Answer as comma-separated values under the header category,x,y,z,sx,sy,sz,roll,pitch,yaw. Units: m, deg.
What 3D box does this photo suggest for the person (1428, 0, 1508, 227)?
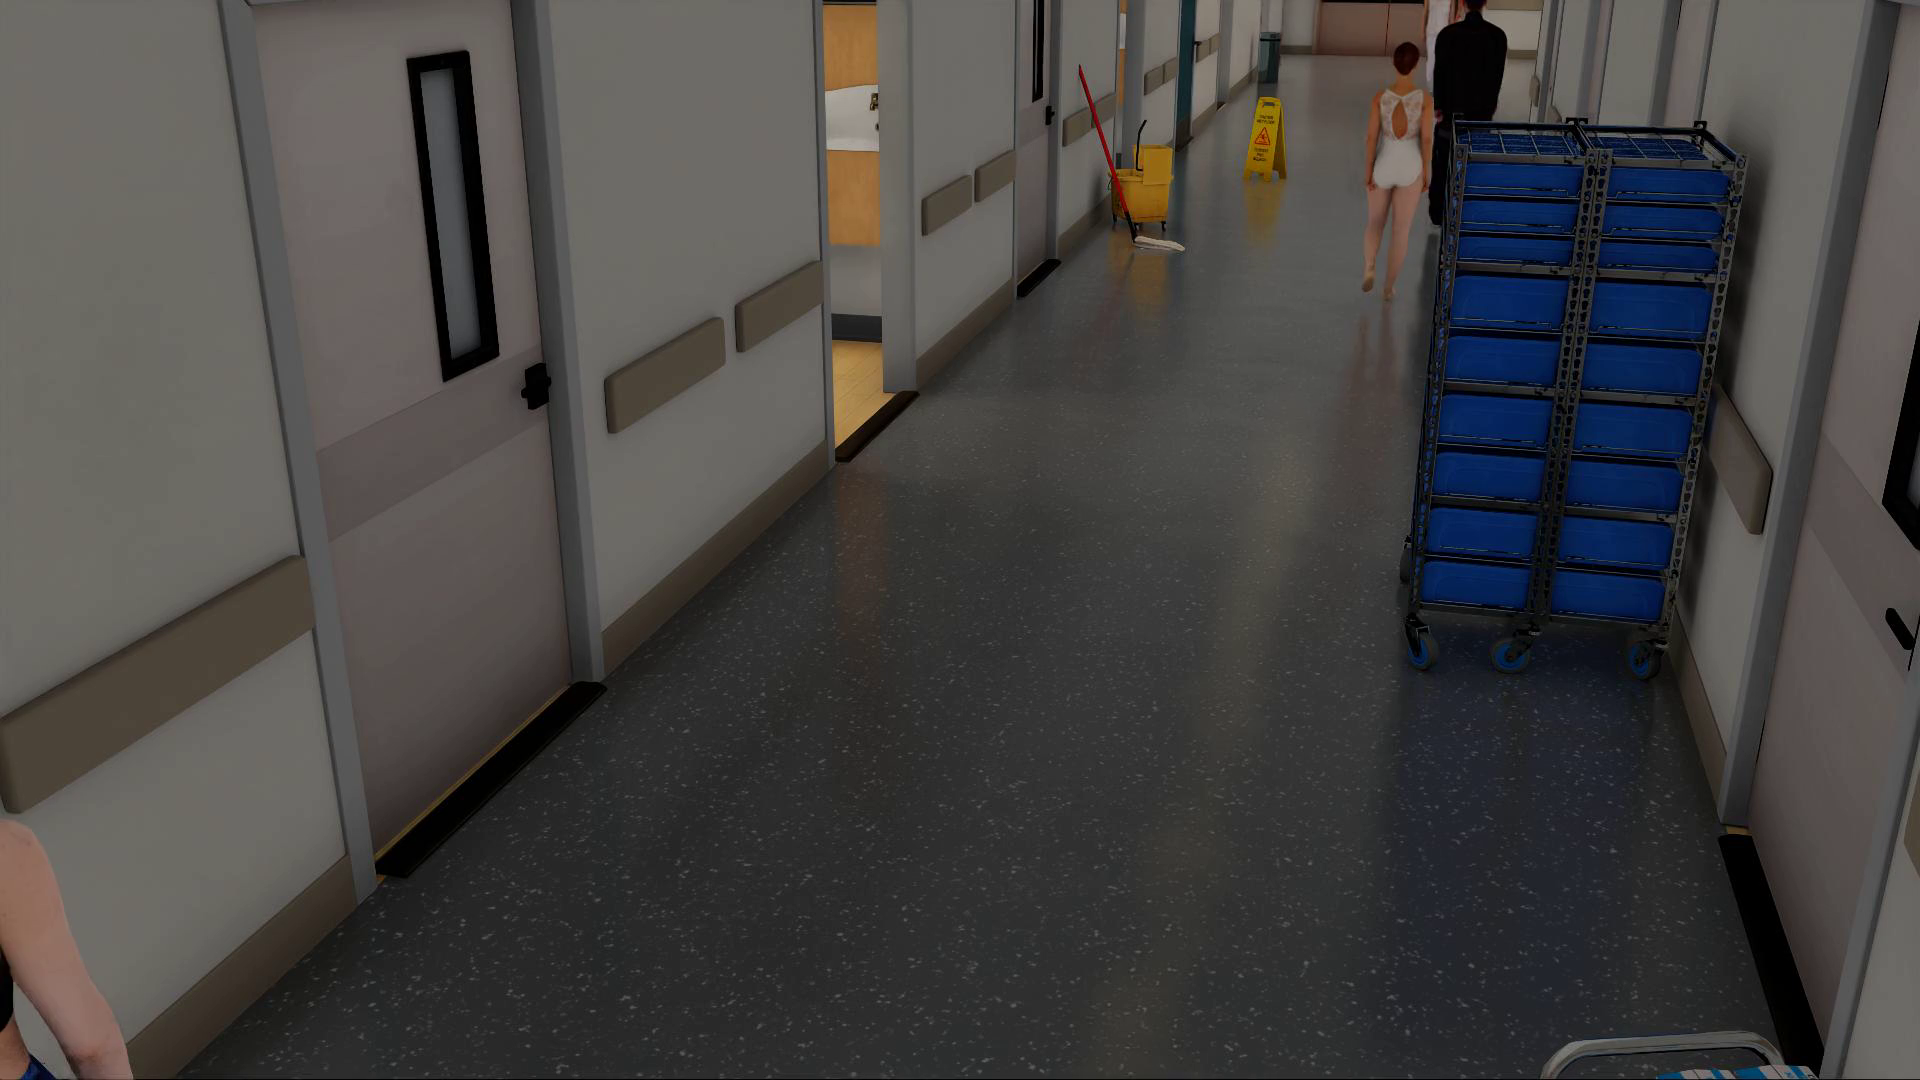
category,x,y,z,sx,sy,sz,roll,pitch,yaw
person,3.903,-3.281,12.827,0.702,1.877,1.013,7,22,17

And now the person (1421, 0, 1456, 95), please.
category,x,y,z,sx,sy,sz,roll,pitch,yaw
person,6.642,-7.056,23.099,0.624,1.661,0.842,4,21,11

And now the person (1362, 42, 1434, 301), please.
category,x,y,z,sx,sy,sz,roll,pitch,yaw
person,2.786,-2.326,10.651,0.594,1.632,0.662,8,22,20
